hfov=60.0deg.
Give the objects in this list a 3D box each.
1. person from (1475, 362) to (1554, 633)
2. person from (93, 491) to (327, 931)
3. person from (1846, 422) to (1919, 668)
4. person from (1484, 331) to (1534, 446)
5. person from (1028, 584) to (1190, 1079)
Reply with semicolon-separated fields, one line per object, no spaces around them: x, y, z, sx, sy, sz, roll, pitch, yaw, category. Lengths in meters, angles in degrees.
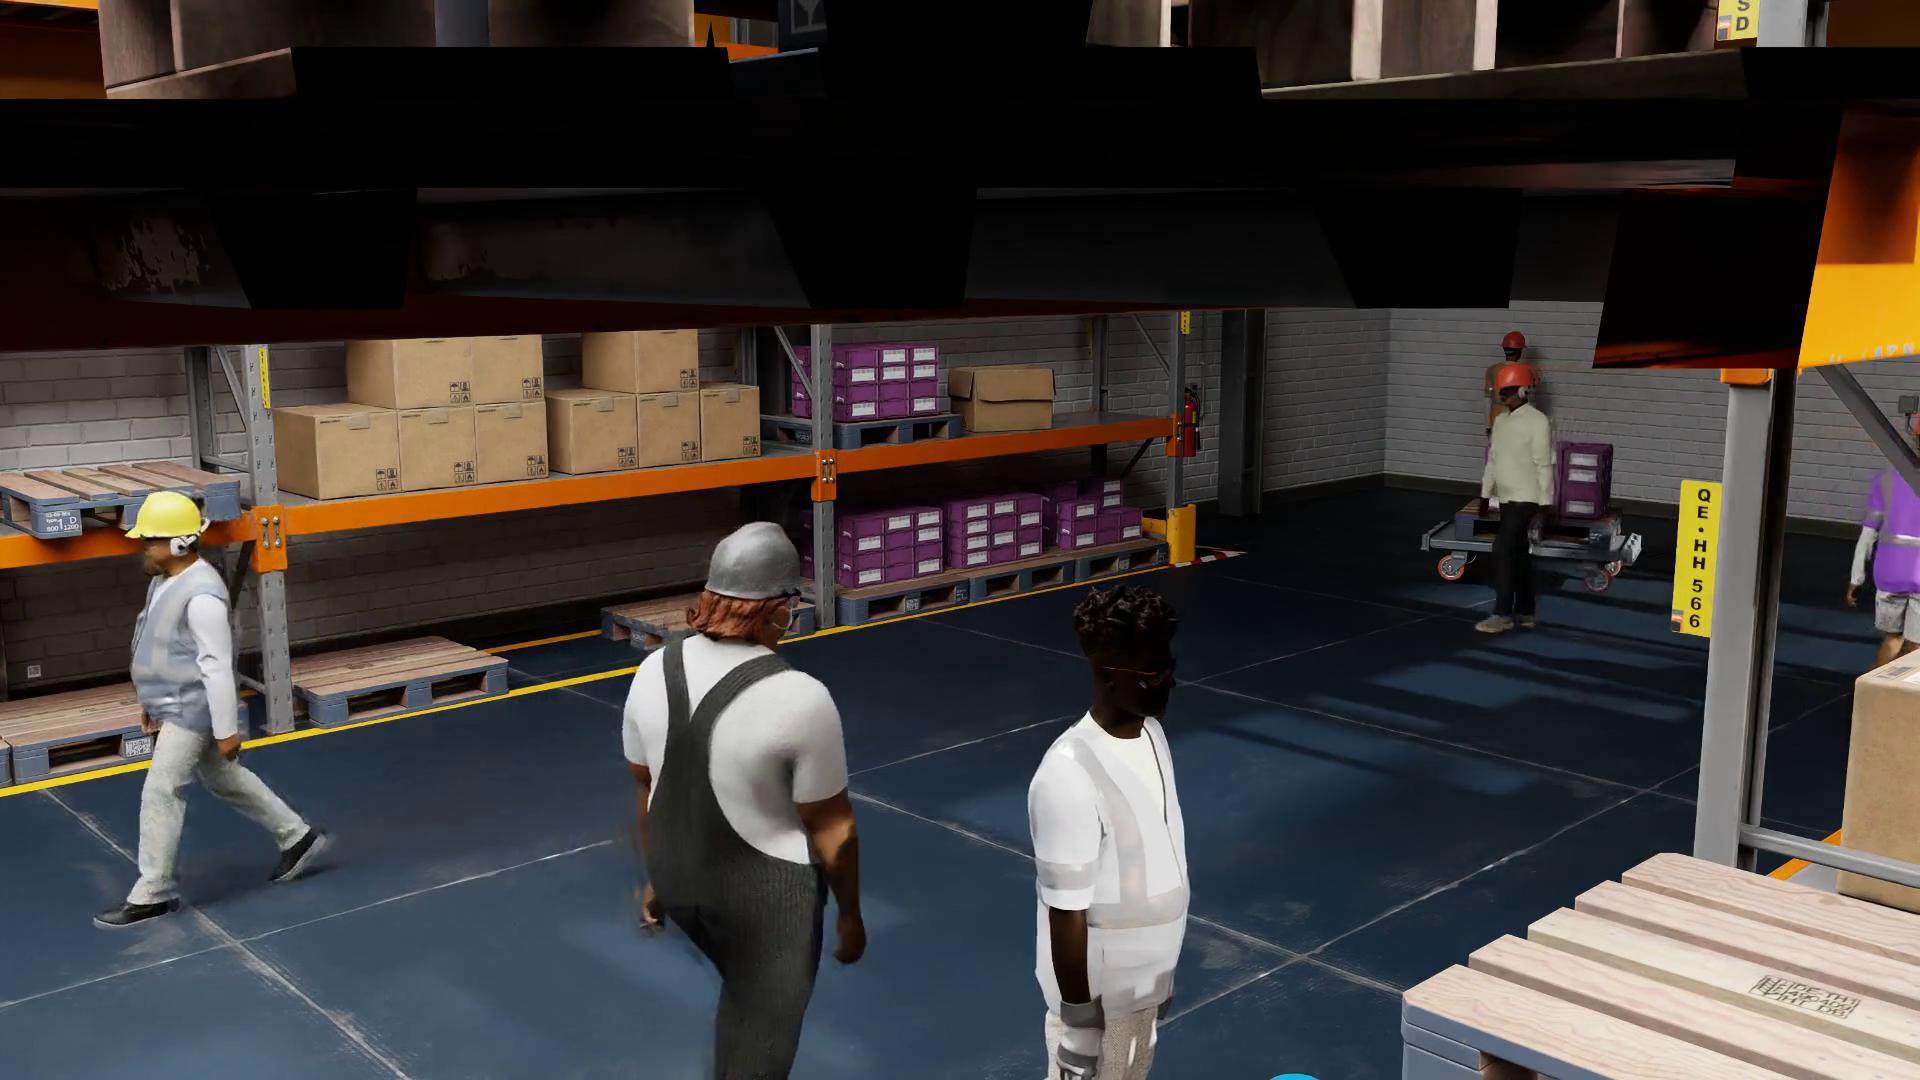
3.962;-0.303;12.107;0.726;1.967;0.657;-2;10;-13;person
-3.151;0.669;6.954;0.914;1.800;0.582;-6;11;-32;person
5.285;0.224;9.214;0.534;1.909;0.617;-9;13;-42;person
5.893;-1.265;17.841;0.542;1.939;0.361;9;13;42;person
0.380;1.068;4.104;0.365;1.965;0.608;4;11;24;person
